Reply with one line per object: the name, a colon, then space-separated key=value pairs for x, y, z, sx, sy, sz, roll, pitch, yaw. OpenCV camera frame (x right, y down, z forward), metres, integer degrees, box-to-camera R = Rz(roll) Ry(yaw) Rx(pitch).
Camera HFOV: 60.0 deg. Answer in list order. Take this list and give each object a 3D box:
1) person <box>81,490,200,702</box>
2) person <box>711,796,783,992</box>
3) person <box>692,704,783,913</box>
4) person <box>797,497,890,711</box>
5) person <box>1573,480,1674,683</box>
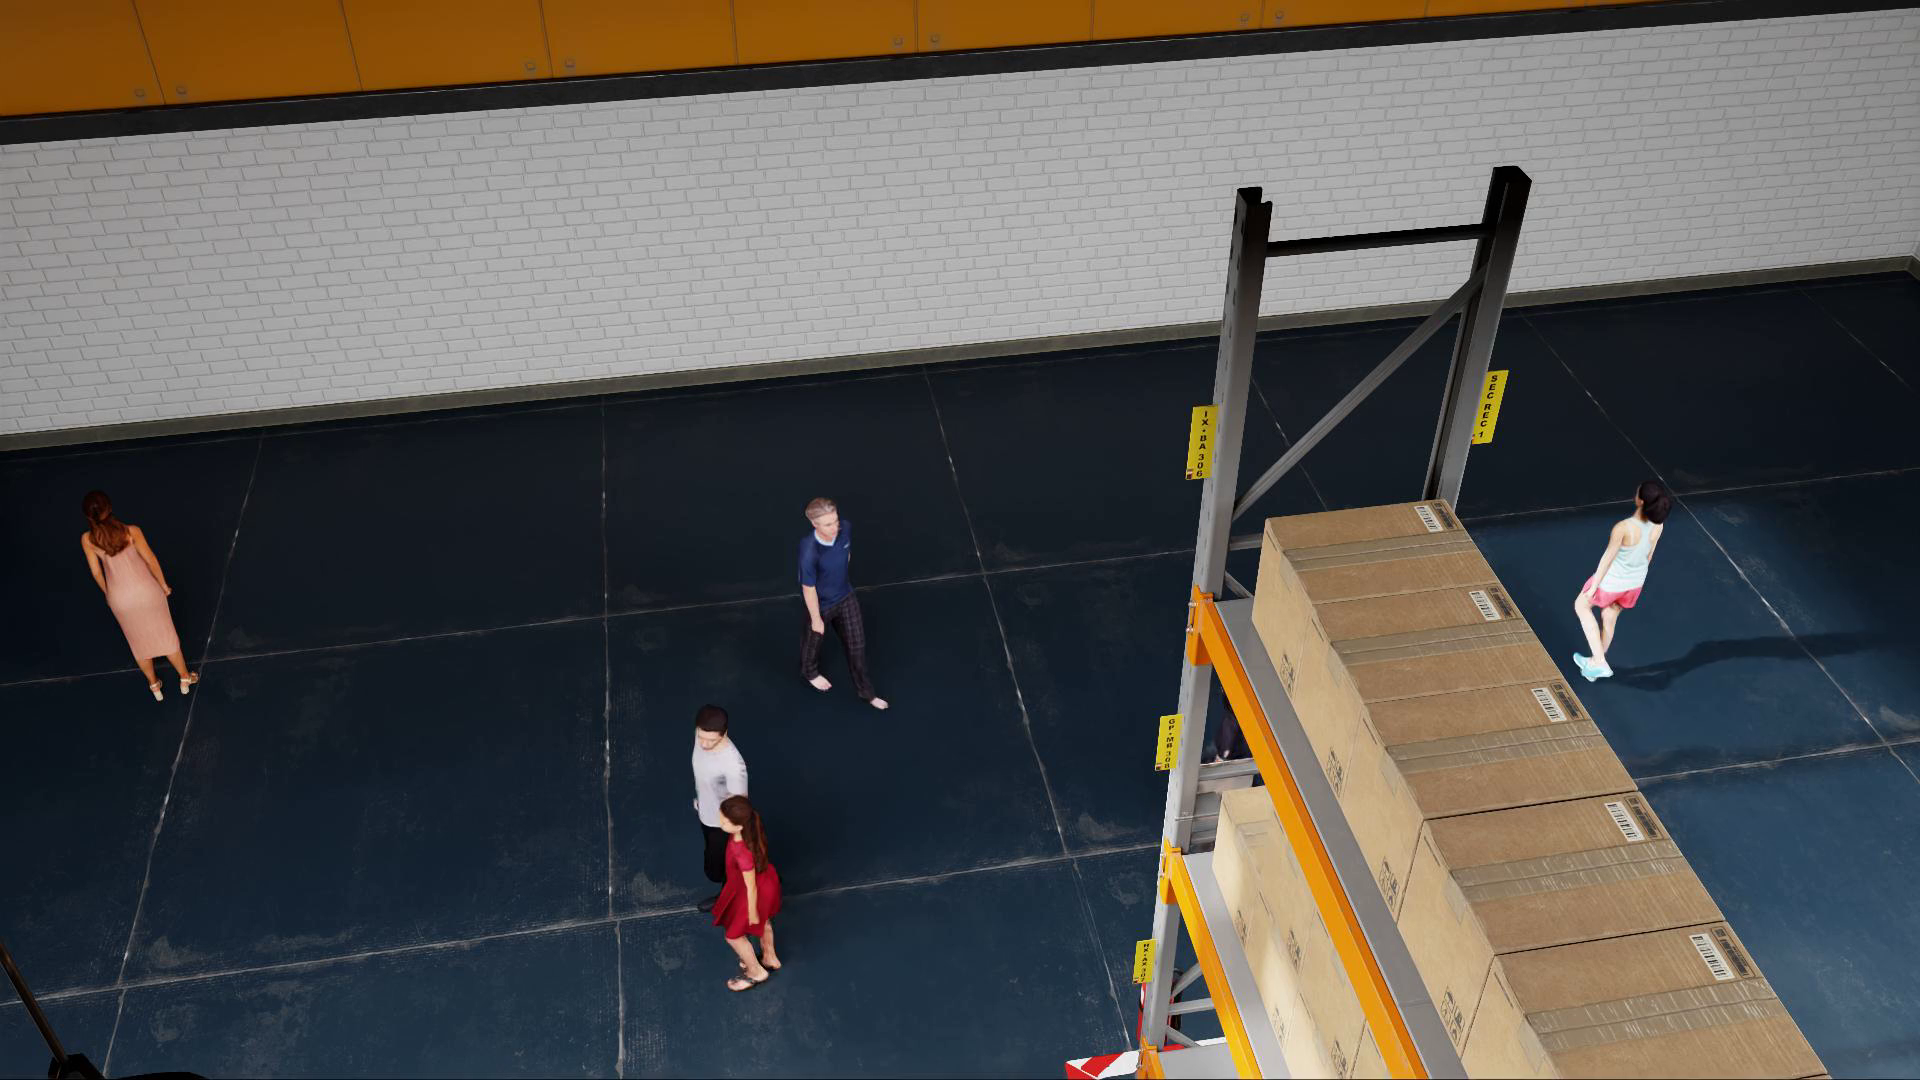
person: x=-5.824 y=0.393 z=11.740 sx=0.593 sy=1.832 sz=0.527 roll=-10 pitch=40 yaw=-12
person: x=-1.178 y=2.064 z=9.881 sx=0.665 sy=1.542 sz=0.609 roll=0 pitch=39 yaw=0
person: x=-1.369 y=1.643 z=10.162 sx=0.826 sy=1.847 sz=0.786 roll=-15 pitch=41 yaw=-18
person: x=-1.001 y=0.378 z=11.759 sx=1.145 sy=1.832 sz=1.018 roll=30 pitch=47 yaw=32
person: x=4.724 y=0.358 z=11.844 sx=0.630 sy=1.757 sz=0.696 roll=-9 pitch=40 yaw=-11
